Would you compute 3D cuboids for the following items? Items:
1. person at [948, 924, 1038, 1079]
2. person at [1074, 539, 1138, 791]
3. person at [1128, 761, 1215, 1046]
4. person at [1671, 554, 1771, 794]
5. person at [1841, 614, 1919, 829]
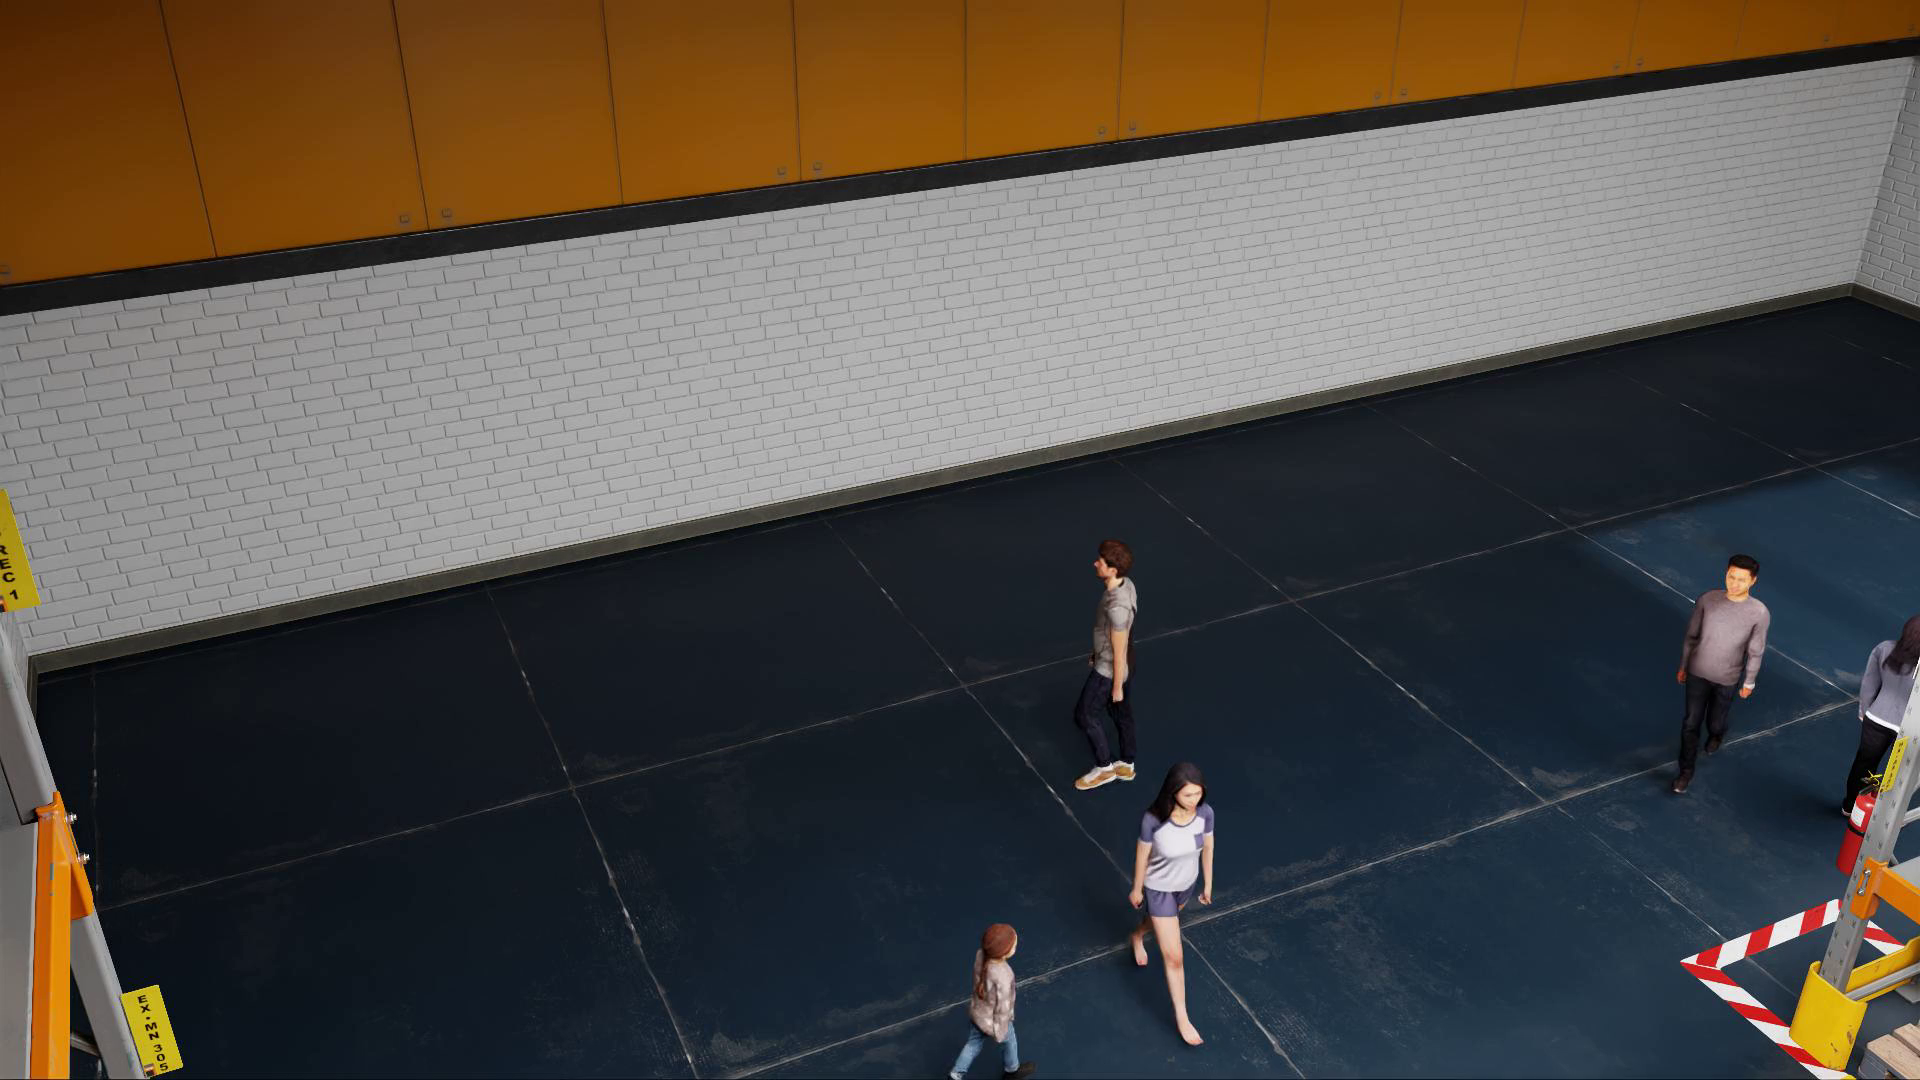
[{"bbox_3d":[0.117,2.522,8.821,0.612,1.175,0.797,-18,34,-30],"label":"person"},{"bbox_3d":[1.110,0.855,11.142,0.841,1.880,0.769,6,29,10],"label":"person"},{"bbox_3d":[1.169,1.911,9.445,0.610,1.650,1.145,-11,30,-19],"label":"person"},{"bbox_3d":[5.132,0.873,11.241,0.978,1.753,0.957,9,30,16],"label":"person"},{"bbox_3d":[6.123,1.175,10.851,0.773,1.597,0.642,-18,34,-30],"label":"person"}]
